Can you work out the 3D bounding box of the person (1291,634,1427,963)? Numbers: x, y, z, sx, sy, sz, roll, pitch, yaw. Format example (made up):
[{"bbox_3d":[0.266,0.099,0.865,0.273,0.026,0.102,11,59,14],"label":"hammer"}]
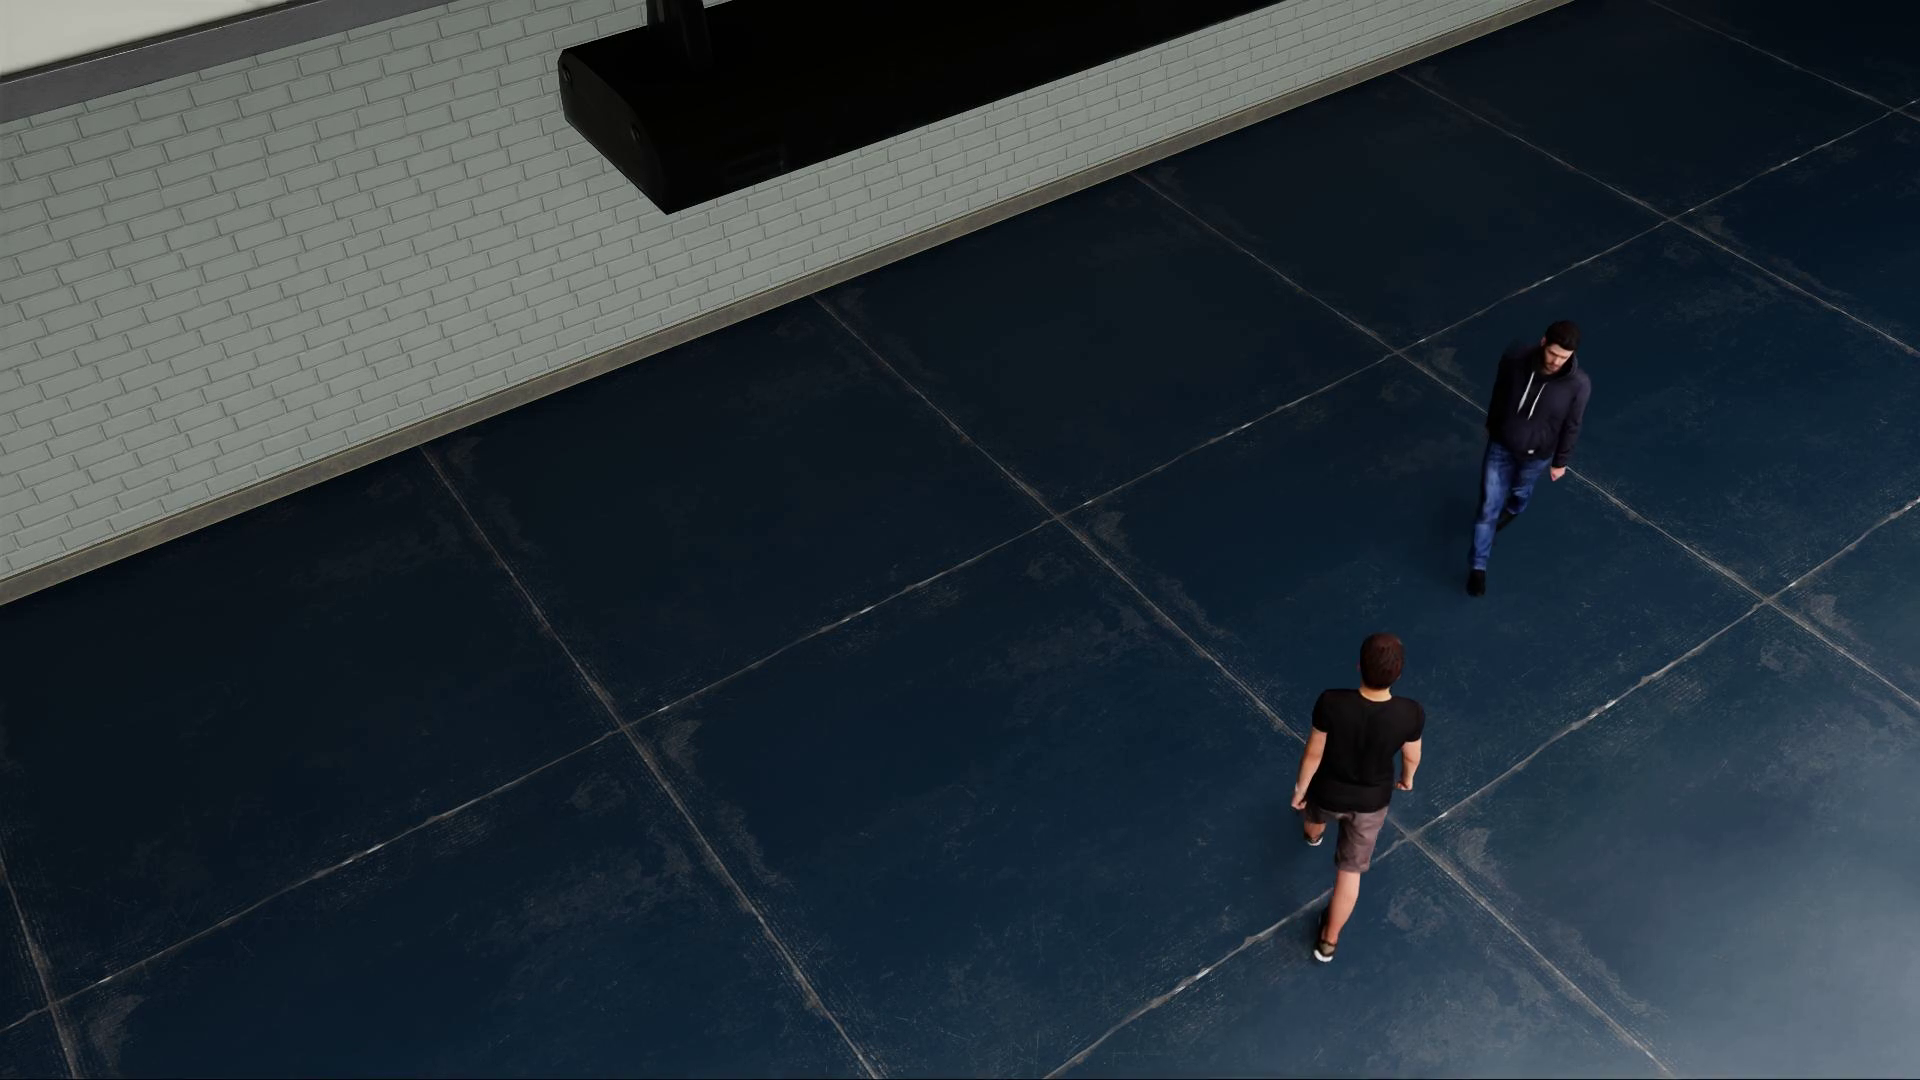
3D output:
[{"bbox_3d":[1.776,1.220,7.605,1.213,1.814,1.263,8,44,8],"label":"person"}]

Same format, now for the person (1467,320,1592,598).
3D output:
[{"bbox_3d":[3.238,-0.598,9.544,1.221,1.824,1.070,28,50,27],"label":"person"}]
